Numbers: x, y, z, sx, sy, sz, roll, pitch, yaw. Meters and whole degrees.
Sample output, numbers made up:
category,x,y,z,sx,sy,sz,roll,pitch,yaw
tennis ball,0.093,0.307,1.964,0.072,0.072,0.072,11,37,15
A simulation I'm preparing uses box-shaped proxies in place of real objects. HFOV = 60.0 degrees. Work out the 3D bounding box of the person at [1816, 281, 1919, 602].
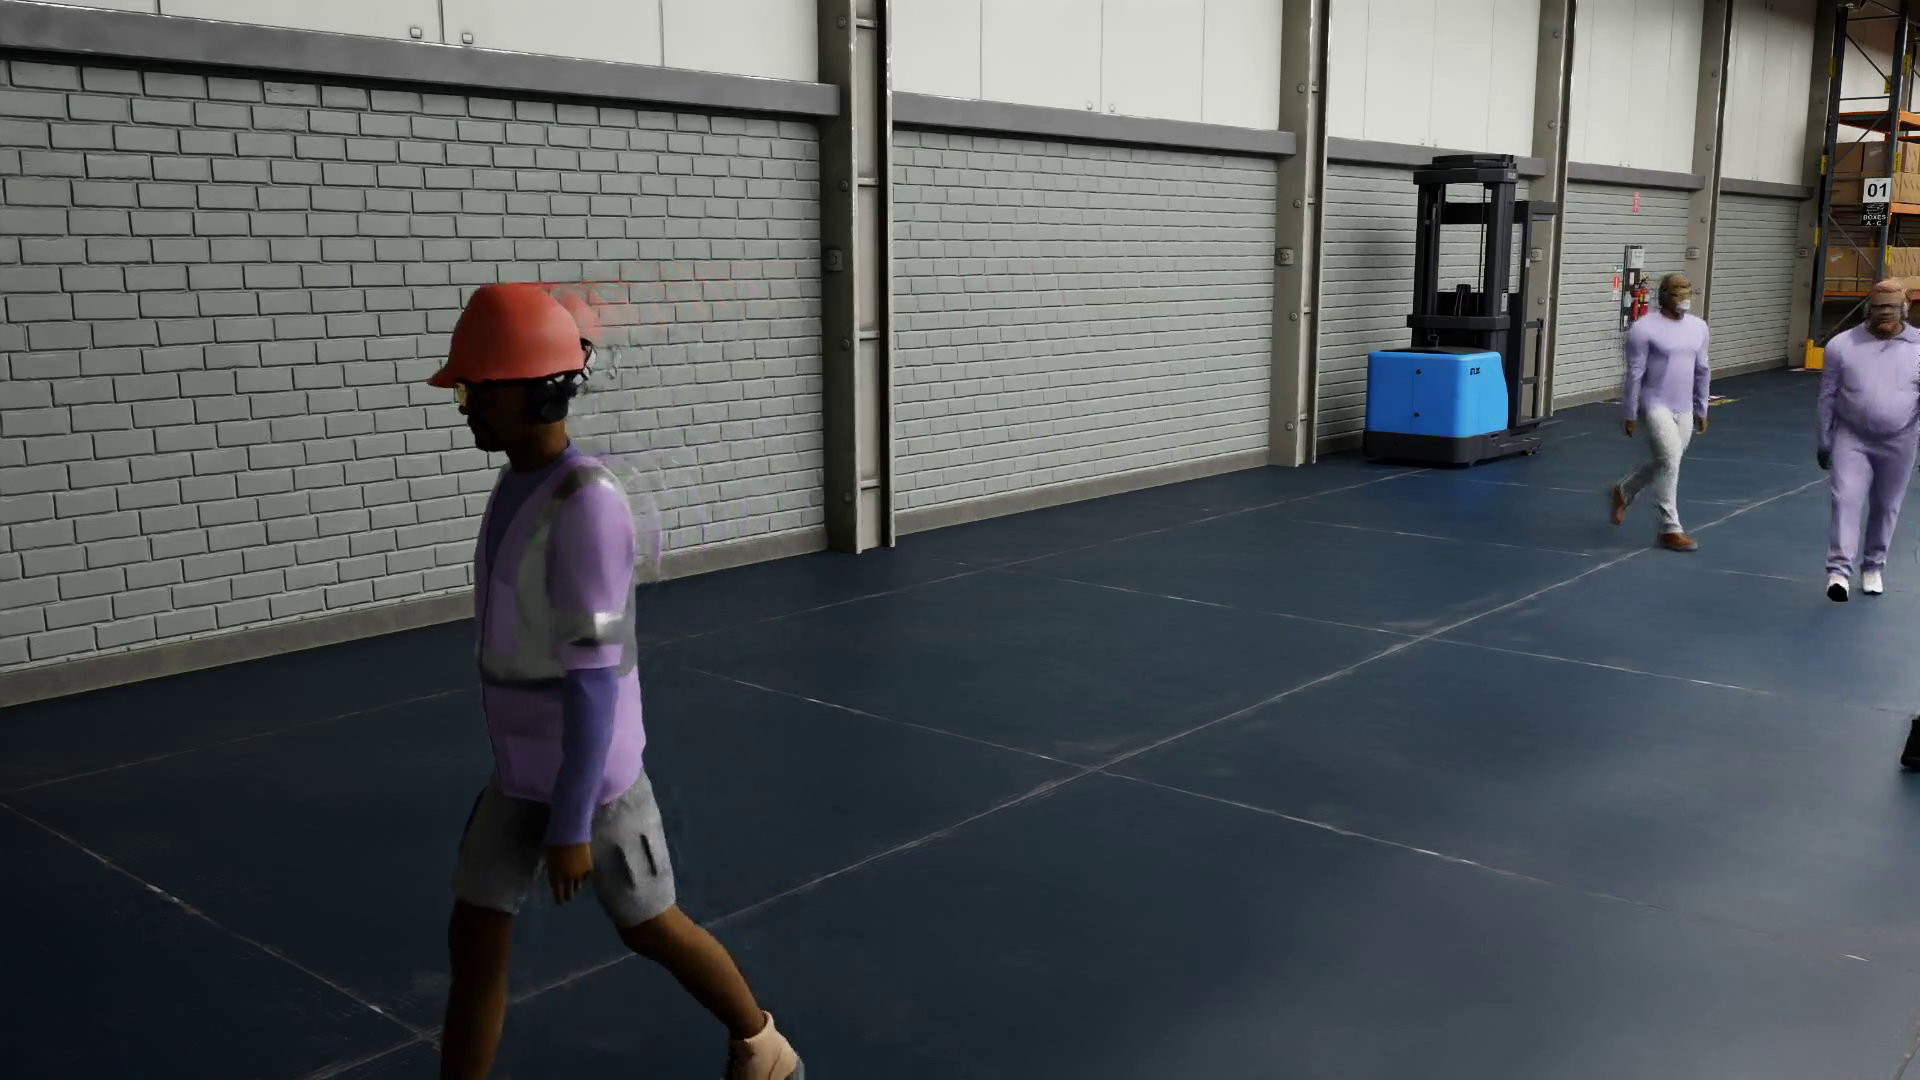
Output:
category,x,y,z,sx,sy,sz,roll,pitch,yaw
person,5.329,-0.559,9.670,0.647,1.856,0.971,5,11,25

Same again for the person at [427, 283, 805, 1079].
category,x,y,z,sx,sy,sz,roll,pitch,yaw
person,-0.808,0.452,3.563,1.094,1.991,0.621,-7,12,-34

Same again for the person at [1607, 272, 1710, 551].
category,x,y,z,sx,sy,sz,roll,pitch,yaw
person,4.875,-0.921,11.642,0.644,1.904,0.899,-3,10,-18

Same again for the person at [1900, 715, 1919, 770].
category,x,y,z,sx,sy,sz,roll,pitch,yaw
person,4.191,-0.032,6.562,0.962,1.886,0.568,-1,10,-8

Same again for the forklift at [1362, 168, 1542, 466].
category,x,y,z,sx,sy,sz,roll,pitch,yaw
forklift,4.875,-2.212,16.287,1.129,2.768,1.873,8,13,40
